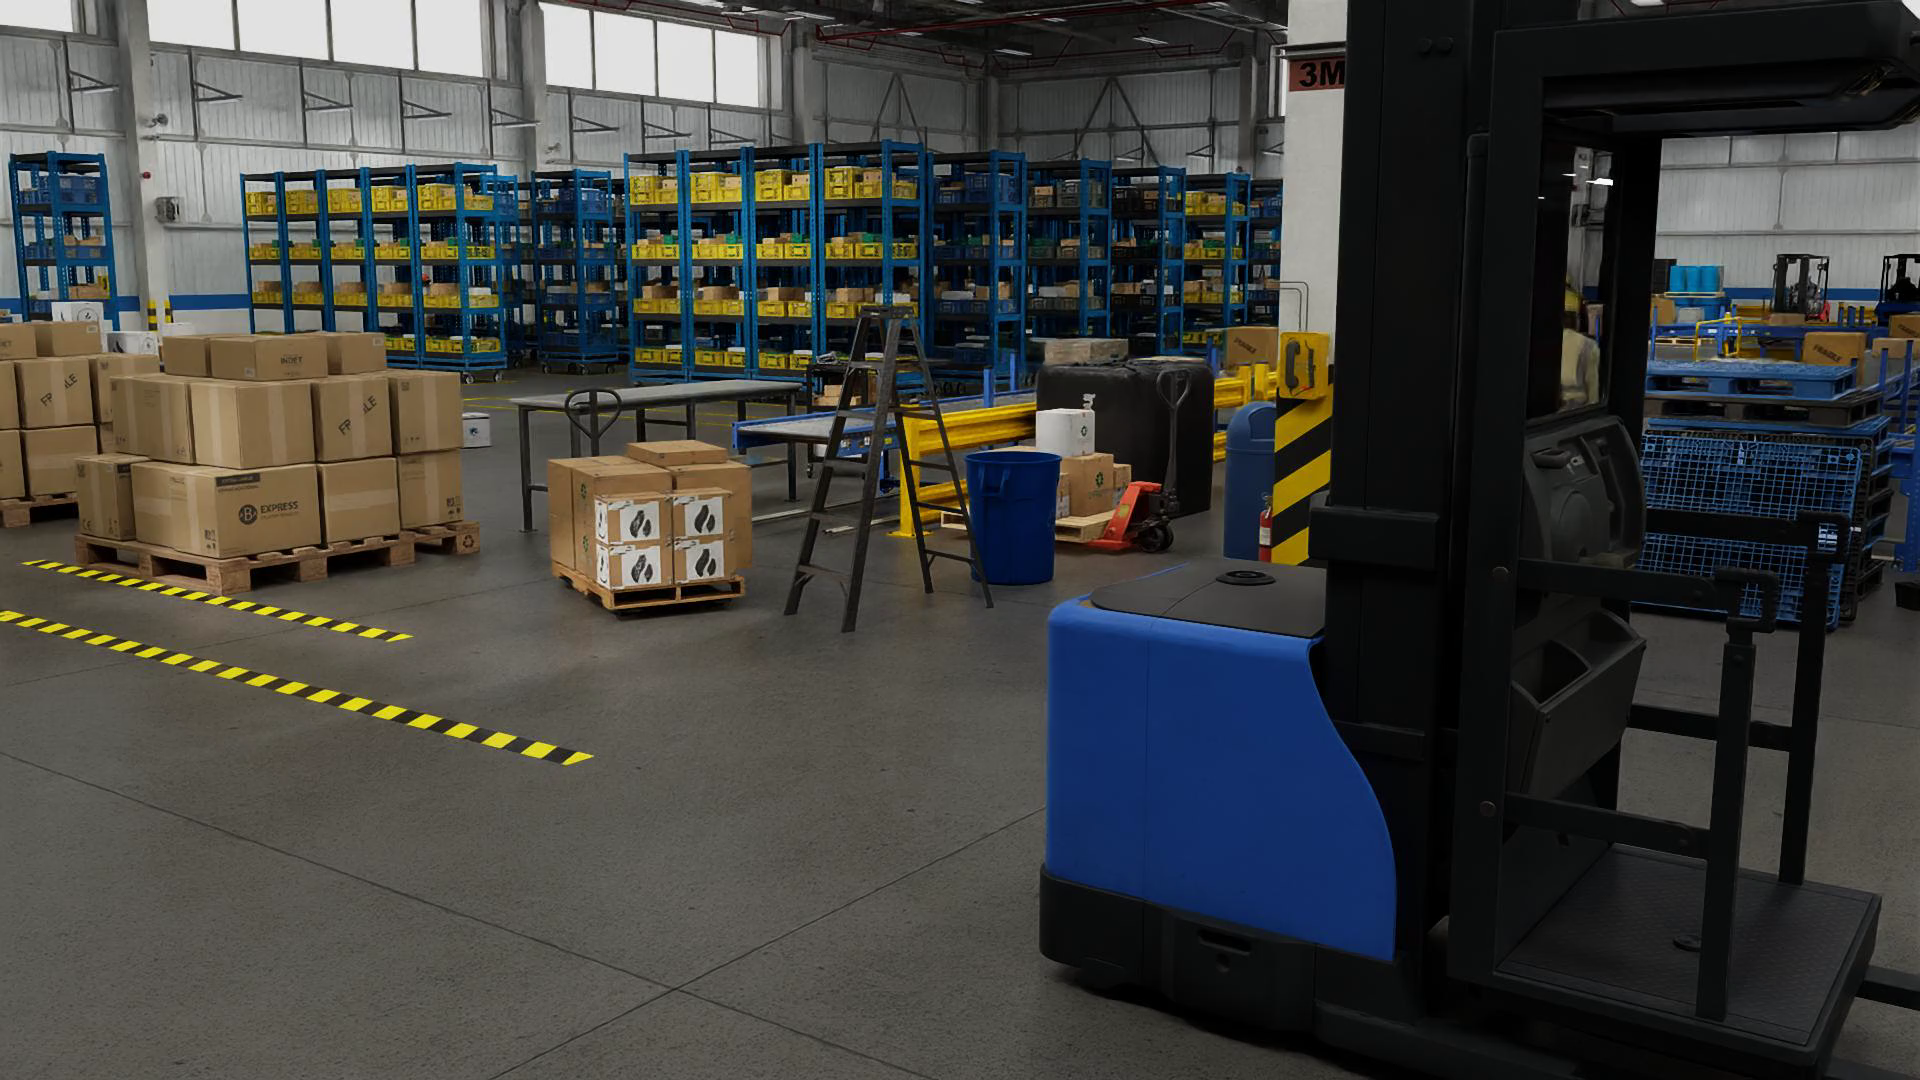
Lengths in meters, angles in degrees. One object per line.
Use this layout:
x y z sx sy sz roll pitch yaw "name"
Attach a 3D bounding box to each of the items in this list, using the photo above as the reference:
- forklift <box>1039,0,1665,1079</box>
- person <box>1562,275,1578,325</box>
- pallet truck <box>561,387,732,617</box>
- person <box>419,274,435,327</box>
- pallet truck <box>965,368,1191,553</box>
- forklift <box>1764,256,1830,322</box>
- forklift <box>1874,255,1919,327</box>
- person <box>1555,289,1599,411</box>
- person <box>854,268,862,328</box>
1.249 -0.137 4.360 1.873 2.768 1.129 7 12 35 "forklift"
12.176 -4.479 33.622 0.814 1.734 0.523 -8 13 -41 "person"
-1.981 -0.274 10.088 0.680 1.201 1.601 -5 11 -28 "pallet truck"
-11.566 -4.894 36.079 0.359 1.742 0.563 4 10 24 "person"
0.845 -0.609 11.869 1.630 1.274 0.653 7 12 35 "pallet truck"
20.253 -5.854 40.139 1.157 1.987 2.680 7 12 35 "forklift"
22.089 -5.634 38.796 1.157 1.987 2.680 6 11 33 "forklift"
4.852 -1.135 13.537 0.615 1.802 0.855 4 10 23 "person"
-2.074 -4.613 33.493 0.365 2.048 0.607 -1 10 -8 "person"
